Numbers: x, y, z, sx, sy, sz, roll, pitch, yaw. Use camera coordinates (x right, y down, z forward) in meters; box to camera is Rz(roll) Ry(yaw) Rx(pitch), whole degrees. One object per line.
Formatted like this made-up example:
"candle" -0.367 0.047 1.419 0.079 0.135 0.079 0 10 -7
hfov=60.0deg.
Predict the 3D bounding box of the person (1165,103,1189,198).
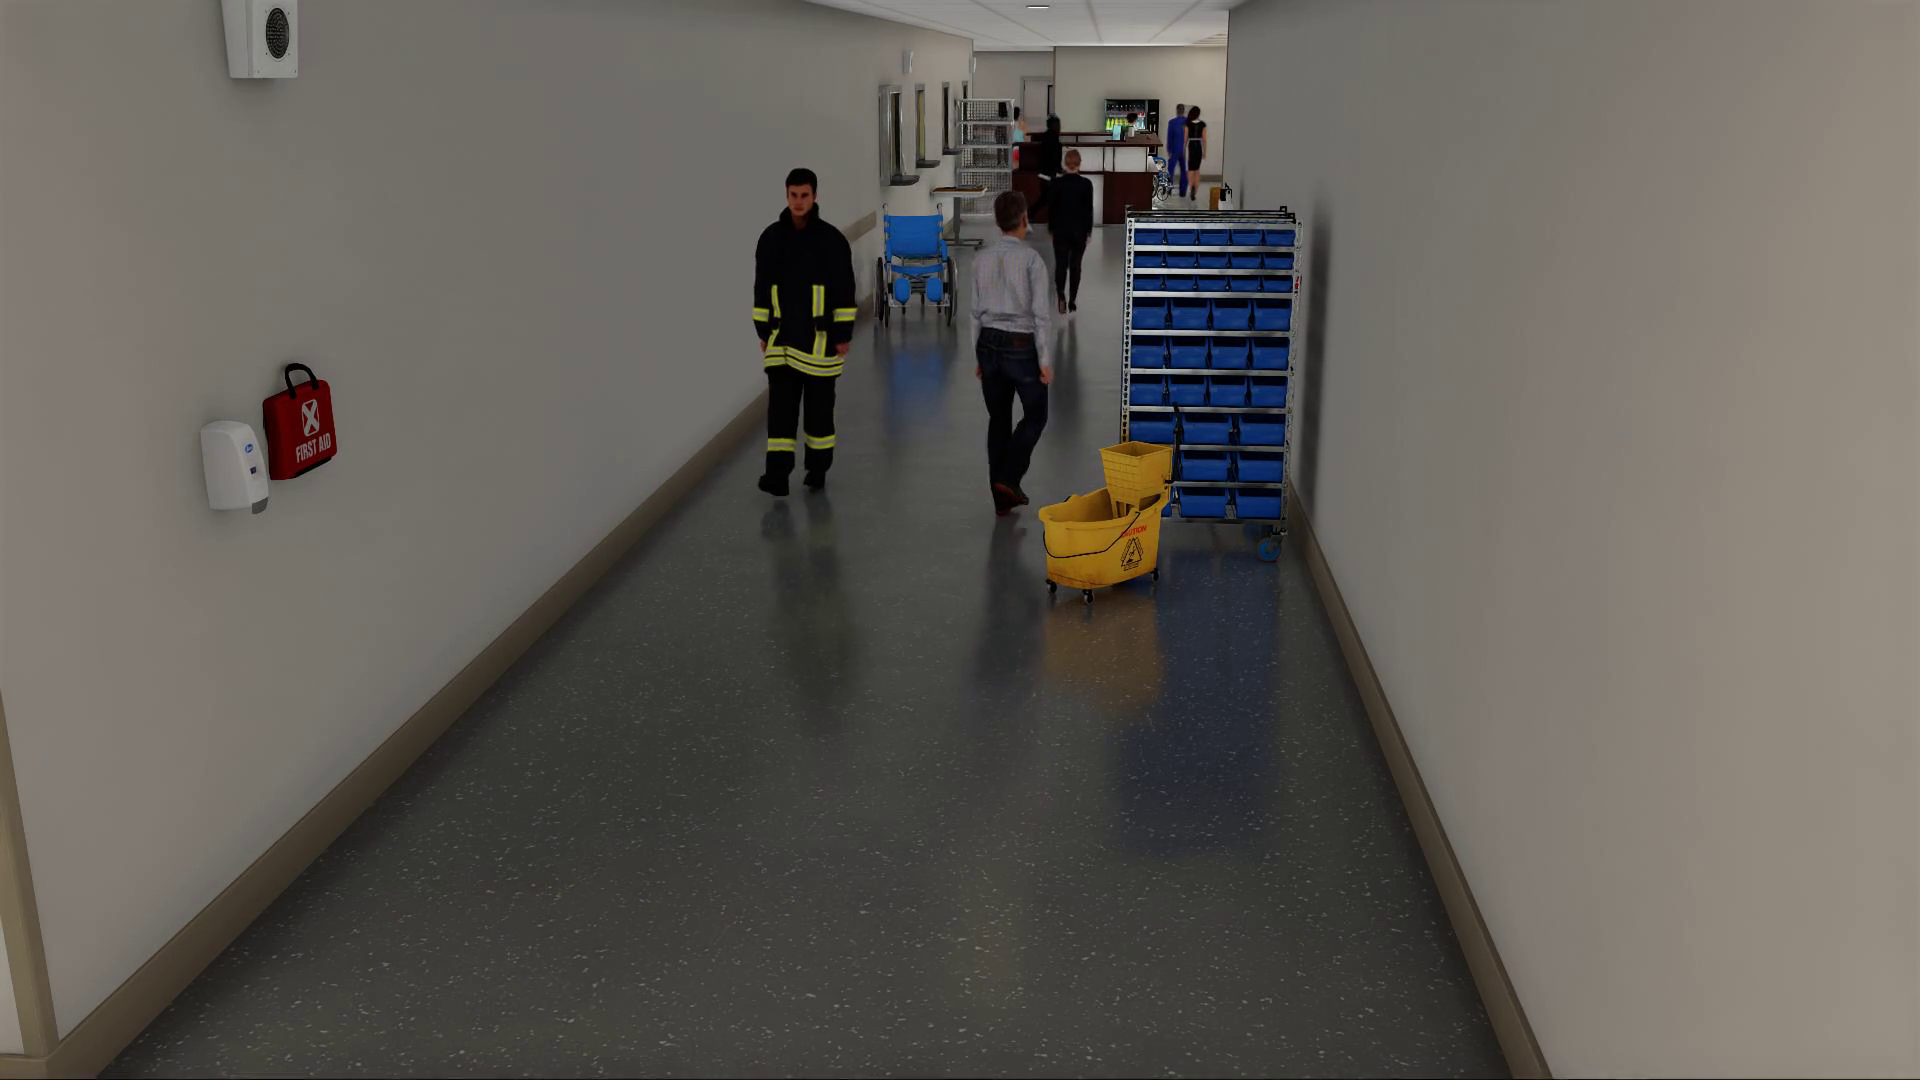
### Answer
"person" 4.412 -7.747 33.140 0.985 1.803 0.915 -2 16 -7

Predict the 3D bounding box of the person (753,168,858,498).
"person" -0.901 -1.238 9.869 0.906 1.902 0.899 3 16 10

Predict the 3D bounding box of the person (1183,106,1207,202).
"person" 4.508 -7.406 31.959 0.649 1.786 0.701 0 16 1

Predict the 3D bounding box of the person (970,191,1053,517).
"person" 0.248 -1.011 9.239 0.775 1.807 0.865 8 18 27

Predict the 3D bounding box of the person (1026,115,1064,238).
"person" 1.258 -5.428 24.929 1.173 1.795 1.011 -6 17 -21

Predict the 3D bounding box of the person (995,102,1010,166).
"person" 1.123 -10.771 43.992 0.513 1.734 0.691 -1 16 -5

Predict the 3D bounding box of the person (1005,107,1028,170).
"person" 1.140 -7.772 33.320 0.593 1.753 0.672 1 16 4

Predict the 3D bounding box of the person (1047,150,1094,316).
"person" 1.094 -3.068 16.811 0.967 1.658 0.714 2 16 8

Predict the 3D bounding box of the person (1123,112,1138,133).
"person" 3.365 -7.764 33.500 0.714 1.641 0.692 -7 17 -25
